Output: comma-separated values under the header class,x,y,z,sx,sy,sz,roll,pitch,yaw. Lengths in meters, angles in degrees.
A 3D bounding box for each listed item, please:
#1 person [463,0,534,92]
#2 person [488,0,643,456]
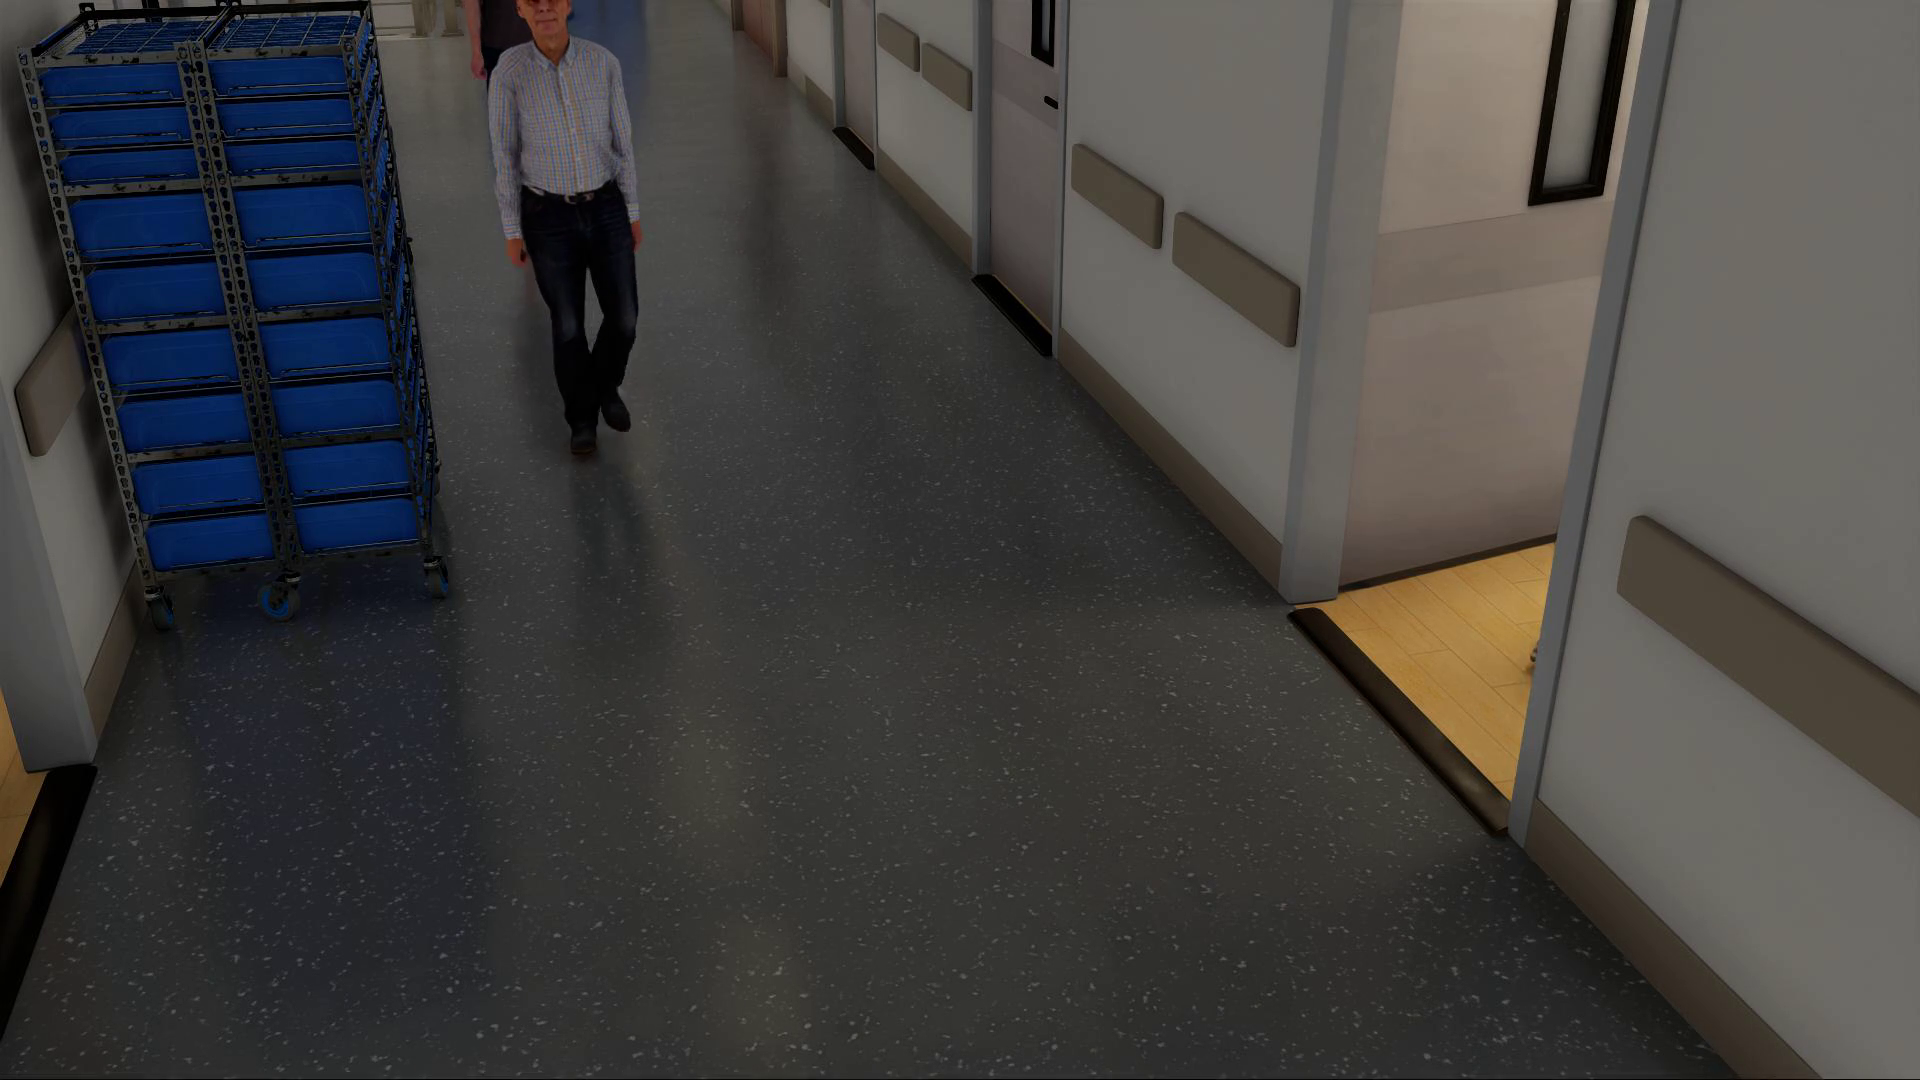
class,x,y,z,sx,sy,sz,roll,pitch,yaw
person,-2.459,-2.702,9.197,0.666,1.805,1.153,-6,26,-12
person,-1.424,-1.212,6.104,0.669,1.807,0.652,-8,27,-16
